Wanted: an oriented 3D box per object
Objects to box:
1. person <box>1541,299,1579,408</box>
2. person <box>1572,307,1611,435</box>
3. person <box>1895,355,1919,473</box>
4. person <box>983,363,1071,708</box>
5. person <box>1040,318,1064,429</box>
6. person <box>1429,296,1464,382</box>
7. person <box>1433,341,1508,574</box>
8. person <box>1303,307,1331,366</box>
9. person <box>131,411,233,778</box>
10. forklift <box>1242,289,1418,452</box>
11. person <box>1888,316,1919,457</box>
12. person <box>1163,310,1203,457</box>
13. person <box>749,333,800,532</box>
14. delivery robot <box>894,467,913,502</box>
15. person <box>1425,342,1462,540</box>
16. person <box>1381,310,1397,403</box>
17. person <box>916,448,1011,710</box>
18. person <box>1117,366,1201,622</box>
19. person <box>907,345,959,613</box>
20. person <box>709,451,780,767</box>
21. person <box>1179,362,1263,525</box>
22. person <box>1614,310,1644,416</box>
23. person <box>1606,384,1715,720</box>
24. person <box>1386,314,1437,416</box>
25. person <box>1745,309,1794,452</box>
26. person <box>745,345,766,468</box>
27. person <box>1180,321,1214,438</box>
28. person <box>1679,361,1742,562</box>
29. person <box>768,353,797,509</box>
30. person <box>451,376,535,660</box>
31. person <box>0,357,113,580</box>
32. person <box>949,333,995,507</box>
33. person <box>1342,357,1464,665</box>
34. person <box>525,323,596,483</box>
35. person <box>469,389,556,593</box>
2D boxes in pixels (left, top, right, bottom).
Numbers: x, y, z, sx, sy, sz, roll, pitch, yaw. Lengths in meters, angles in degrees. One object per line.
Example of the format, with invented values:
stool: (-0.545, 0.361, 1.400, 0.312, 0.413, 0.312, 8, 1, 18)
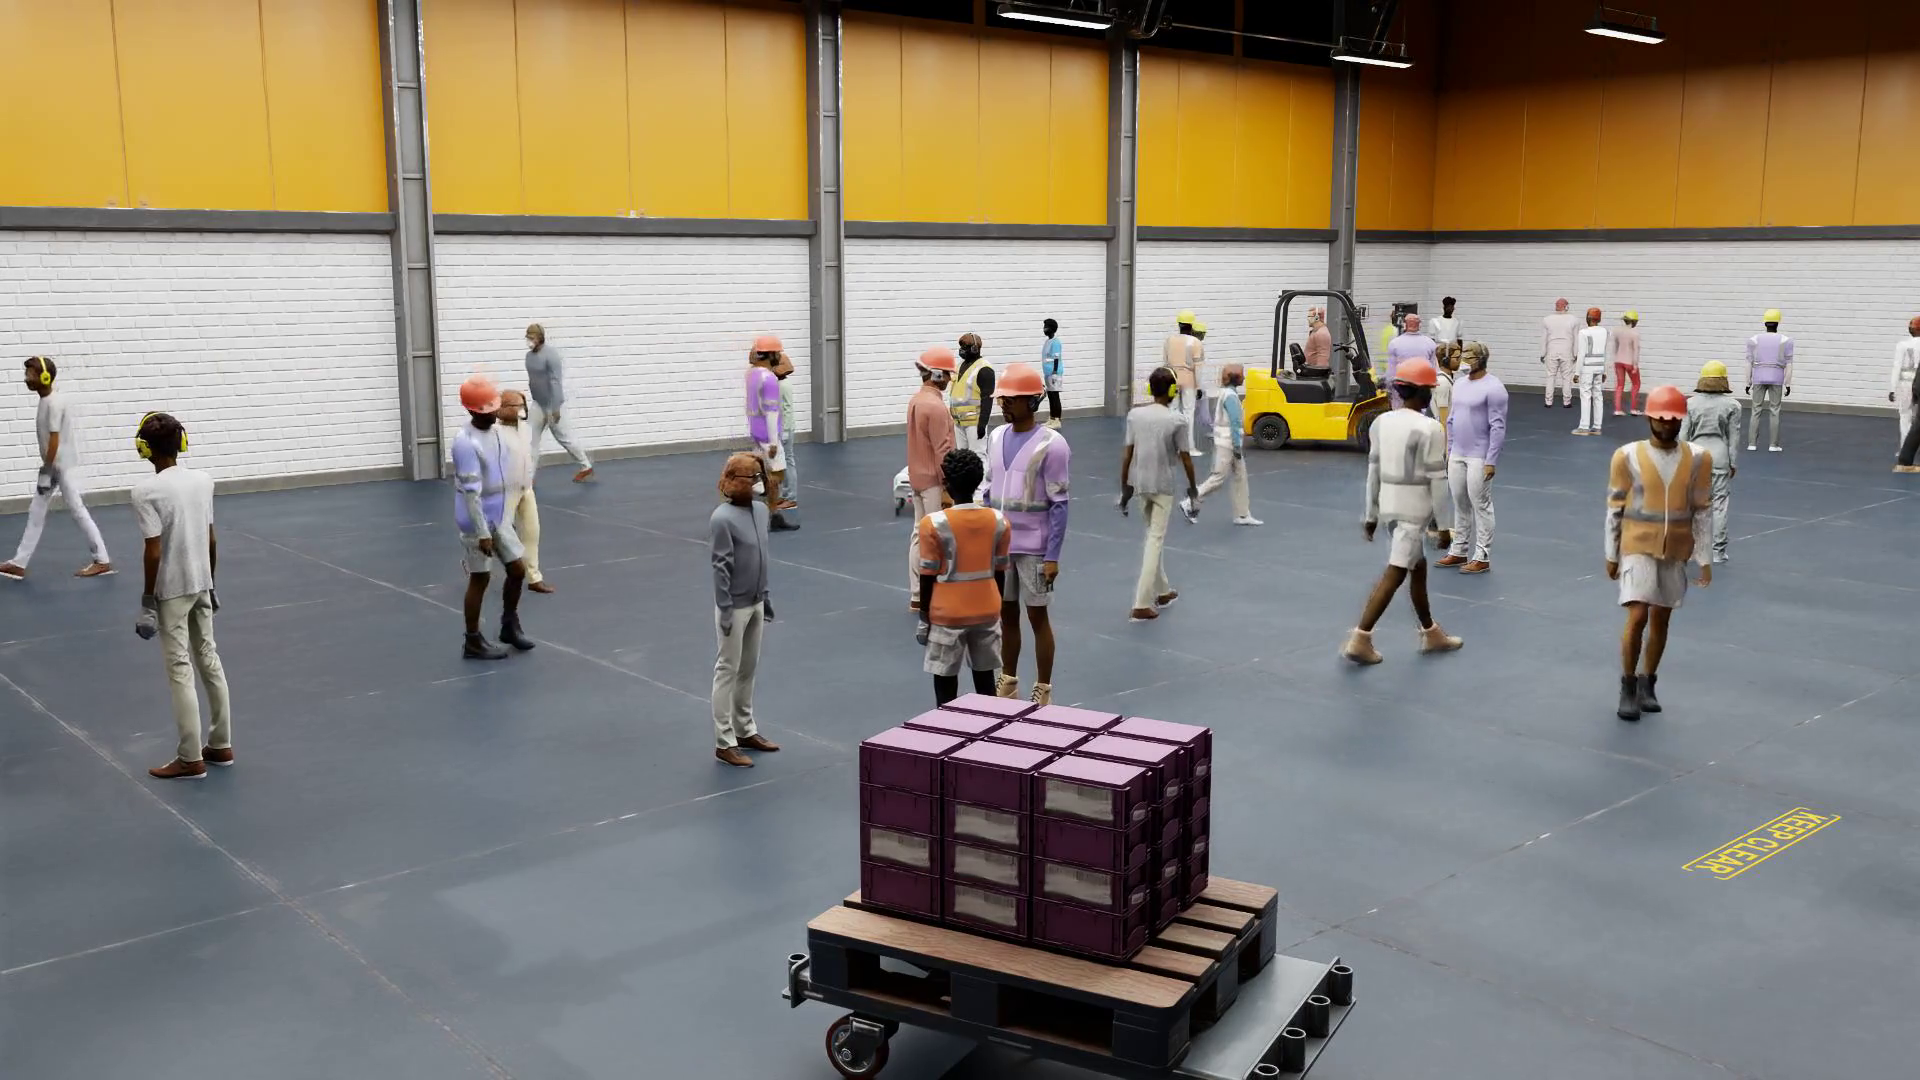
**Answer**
person: (10.439, -3.243, 28.940, 0.637, 1.901, 0.403, 4, 11, 24)
person: (9.304, -2.481, 24.522, 0.585, 1.882, 0.340, -4, 10, -22)
person: (11.914, -1.815, 20.166, 0.971, 2.000, 0.718, 2, 10, 11)
person: (0.338, 0.021, 9.409, 0.374, 2.044, 0.605, -9, 13, -43)
person: (1.408, -2.545, 25.471, 0.320, 1.689, 0.537, -3, 10, -15)
person: (8.297, -3.180, 28.432, 0.599, 1.957, 0.380, 0, 10, 0)
person: (4.269, -0.689, 13.871, 0.370, 1.940, 0.630, -4, 11, -23)
person: (5.117, -2.398, 23.971, 0.402, 1.906, 0.652, 1, 10, 8)
person: (-3.959, 0.284, 8.403, 0.335, 1.864, 0.521, 3, 10, 18)
forklift: (5.034, -2.339, 22.783, 2.313, 2.155, 1.214, 3, 10, 16)
person: (12.439, -1.977, 21.617, 0.607, 1.869, 0.494, 0, 10, 0)
person: (2.948, -2.058, 21.918, 0.586, 1.928, 0.369, 9, 13, 41)
person: (-1.865, -1.001, 15.766, 0.616, 1.926, 0.545, -4, 11, -25)
delivery robot: (-0.453, -0.612, 17.195, 0.477, 0.478, 0.707, 2, 10, 9)
person: (4.515, -0.924, 15.524, 0.345, 1.846, 0.508, 2, 10, 9)
person: (6.725, -2.648, 25.658, 0.493, 1.831, 0.653, -3, 10, -16)
person: (0.017, 0.384, 8.325, 0.530, 1.689, 0.321, -6, 12, -33)
person: (1.514, -0.351, 12.179, 0.566, 1.832, 0.878, 8, 12, 38)
person: (-0.189, -0.417, 12.128, 0.383, 1.991, 0.609, -4, 10, -22)
person: (-1.126, 0.347, 8.693, 0.286, 1.634, 0.500, 4, 11, 23)
person: (2.569, -0.934, 16.258, 0.763, 1.612, 0.510, 2, 10, 11)
person: (11.061, -2.908, 27.420, 0.597, 1.743, 0.548, -6, 11, -30)
person: (3.987, 0.079, 9.453, 0.548, 1.914, 0.673, 1, 10, 7)
person: (5.793, -1.956, 21.411, 0.639, 1.900, 0.401, 0, 10, 2)
person: (10.894, -2.145, 22.421, 0.587, 1.930, 0.355, 6, 11, 32)
person: (-2.259, -1.397, 18.901, 0.357, 1.634, 0.530, -6, 11, -31)
person: (3.372, -2.298, 23.959, 0.935, 1.703, 0.532, -4, 10, -20)
person: (6.463, -0.677, 14.382, 0.487, 1.740, 0.313, 5, 11, 26)
person: (-1.859, -1.137, 17.385, 0.282, 1.634, 0.498, -3, 10, -15)
person: (-3.058, -0.126, 10.753, 0.485, 1.883, 0.629, 3, 10, 17)
person: (-7.440, -0.564, 13.490, 0.971, 1.823, 0.552, -8, 12, -39)
person: (0.102, -1.230, 17.324, 0.429, 1.844, 0.627, -6, 11, -31)
person: (2.893, -0.187, 10.792, 1.032, 1.997, 0.622, -4, 11, -24)
person: (-4.687, -1.545, 19.078, 0.673, 1.889, 1.019, 9, 13, 41)
person: (-3.552, -0.382, 13.032, 0.704, 1.611, 0.506, 4, 11, 23)
